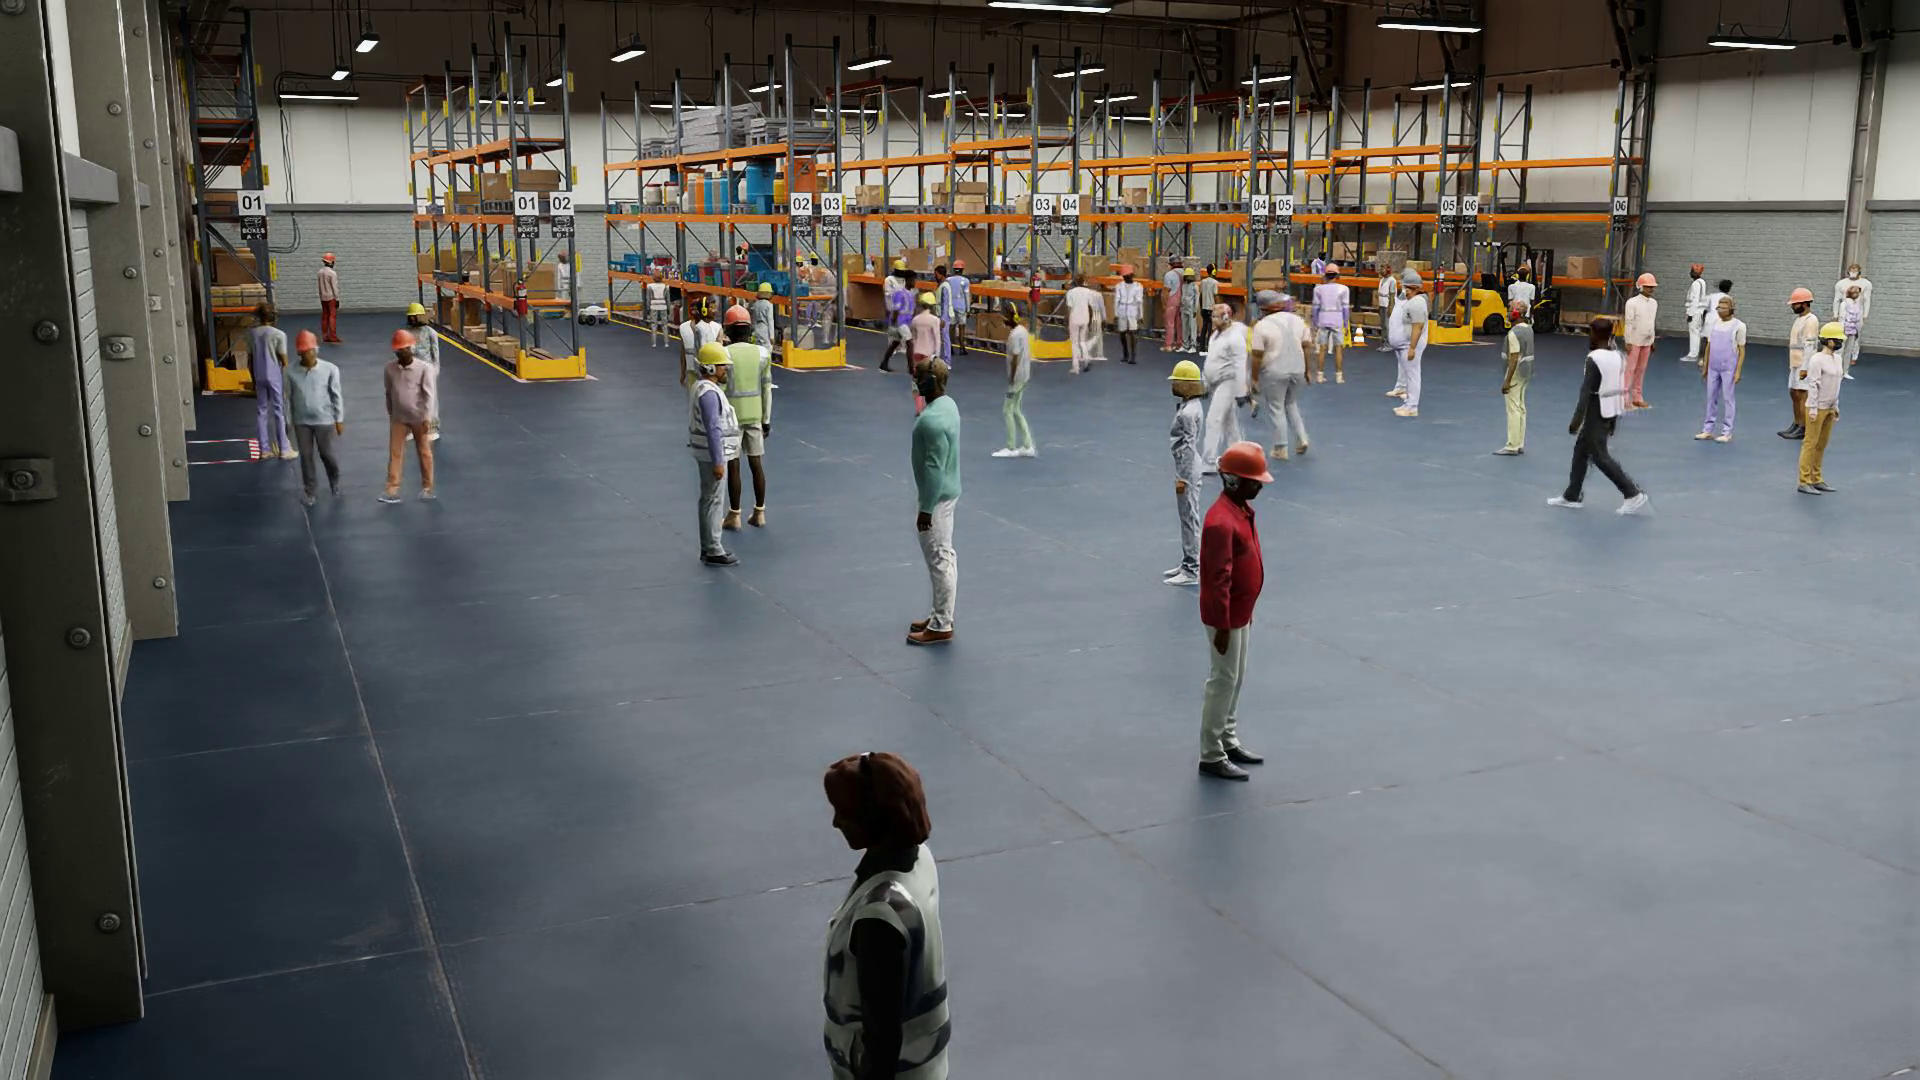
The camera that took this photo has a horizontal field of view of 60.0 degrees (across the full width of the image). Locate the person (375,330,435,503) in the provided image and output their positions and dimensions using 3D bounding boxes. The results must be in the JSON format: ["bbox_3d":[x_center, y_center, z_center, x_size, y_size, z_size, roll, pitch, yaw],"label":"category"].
[{"bbox_3d":[-5.488,-1.200,16.426,0.569,1.716,0.843,2,11,9],"label":"person"}]

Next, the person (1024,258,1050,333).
[{"bbox_3d":[1.835,-5.913,40.170,0.535,1.817,0.996,-6,12,-27],"label":"person"}]

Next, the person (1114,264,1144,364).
[{"bbox_3d":[3.275,-4.356,32.065,0.571,1.911,0.693,5,12,23],"label":"person"}]

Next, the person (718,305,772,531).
[{"bbox_3d":[-2.011,-1.109,15.160,0.614,2.042,0.373,-8,14,-35],"label":"person"}]

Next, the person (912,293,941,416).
[{"bbox_3d":[-0.414,-2.644,23.695,0.554,1.742,0.622,9,14,38],"label":"person"}]

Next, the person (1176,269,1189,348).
[{"bbox_3d":[4.754,-4.934,35.507,0.319,1.688,0.538,-2,11,-9],"label":"person"}]

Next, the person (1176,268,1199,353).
[{"bbox_3d":[4.724,-4.750,34.429,0.298,1.745,0.484,-8,14,-37],"label":"person"}]

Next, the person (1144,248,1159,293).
[{"bbox_3d":[4.870,-6.463,42.368,0.390,2.045,0.607,-2,11,-10],"label":"person"}]

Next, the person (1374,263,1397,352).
[{"bbox_3d":[8.878,-4.823,34.577,0.389,1.837,0.560,-2,11,-12],"label":"person"}]

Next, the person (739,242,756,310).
[{"bbox_3d":[-6.308,-7.852,49.477,0.612,2.030,0.410,3,12,15],"label":"person"}]

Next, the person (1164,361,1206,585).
[{"bbox_3d":[1.746,-0.522,12.945,0.294,1.744,0.485,2,11,9],"label":"person"}]

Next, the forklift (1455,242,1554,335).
[{"bbox_3d":[13.047,-6.049,39.881,2.313,2.155,1.214,-5,12,-23],"label":"forklift"}]

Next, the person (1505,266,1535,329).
[{"bbox_3d":[10.525,-4.191,31.254,0.524,1.876,0.325,2,11,12],"label":"person"}]

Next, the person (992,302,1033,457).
[{"bbox_3d":[0.612,-1.877,19.565,0.407,1.841,0.574,2,11,12],"label":"person"}]

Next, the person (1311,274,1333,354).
[{"bbox_3d":[7.441,-4.609,33.977,0.524,1.639,0.308,2,11,8],"label":"person"}]

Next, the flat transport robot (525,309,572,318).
[{"bbox_3d":[-11.300,-6.230,45.705,1.431,0.197,0.652,-7,13,-32],"label":"flat transport robot"}]

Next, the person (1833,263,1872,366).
[{"bbox_3d":[16.898,-4.272,31.541,0.622,1.932,0.367,7,13,32],"label":"person"}]

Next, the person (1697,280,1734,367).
[{"bbox_3d":[14.122,-4.040,31.085,0.622,1.636,0.862,11,15,44],"label":"person"}]

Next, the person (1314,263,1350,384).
[{"bbox_3d":[6.284,-3.651,28.120,0.606,2.031,0.432,6,13,28],"label":"person"}]

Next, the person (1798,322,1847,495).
[{"bbox_3d":[8.895,-1.355,17.117,0.527,1.768,0.313,-8,14,-36],"label":"person"}]

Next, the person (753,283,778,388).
[{"bbox_3d":[-3.208,-3.375,27.464,0.325,1.736,0.485,-10,15,-42],"label":"person"}]

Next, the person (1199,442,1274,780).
[{"bbox_3d":[1.408,0.356,8.499,0.353,1.738,0.574,4,12,20],"label":"person"}]

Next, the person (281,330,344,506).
[{"bbox_3d":[-6.403,-1.212,16.469,0.563,1.735,0.458,-2,11,-9],"label":"person"}]

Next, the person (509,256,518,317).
[{"bbox_3d":[-12.294,-7.038,45.996,0.310,1.770,0.522,-5,12,-23],"label":"person"}]

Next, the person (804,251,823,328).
[{"bbox_3d":[-3.672,-6.311,41.896,0.382,1.924,0.594,7,13,34],"label":"person"}]

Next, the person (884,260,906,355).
[{"bbox_3d":[-1.268,-4.758,34.018,0.585,1.921,0.373,-9,14,-37],"label":"person"}]

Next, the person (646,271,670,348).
[{"bbox_3d":[-6.451,-4.927,35.622,0.508,1.629,0.316,-3,12,-16],"label":"person"}]

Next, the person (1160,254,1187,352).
[{"bbox_3d":[4.455,-4.956,34.717,0.684,2.000,0.535,-9,14,-38],"label":"person"}]

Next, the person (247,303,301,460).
[{"bbox_3d":[-8.053,-1.845,19.459,0.515,1.837,0.450,2,11,10],"label":"person"}]

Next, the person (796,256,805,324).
[{"bbox_3d":[-4.183,-6.481,43.172,0.327,1.765,0.529,-2,11,-8],"label":"person"}]

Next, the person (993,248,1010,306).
[{"bbox_3d":[1.249,-7.979,50.611,0.594,1.831,0.991,2,11,12],"label":"person"}]

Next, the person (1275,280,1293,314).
[{"bbox_3d":[6.083,-4.152,31.777,0.532,1.604,0.841,10,15,42],"label":"person"}]

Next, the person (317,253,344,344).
[{"bbox_3d":[-13.914,-5.327,36.748,0.625,1.991,0.404,7,13,33],"label":"person"}]
